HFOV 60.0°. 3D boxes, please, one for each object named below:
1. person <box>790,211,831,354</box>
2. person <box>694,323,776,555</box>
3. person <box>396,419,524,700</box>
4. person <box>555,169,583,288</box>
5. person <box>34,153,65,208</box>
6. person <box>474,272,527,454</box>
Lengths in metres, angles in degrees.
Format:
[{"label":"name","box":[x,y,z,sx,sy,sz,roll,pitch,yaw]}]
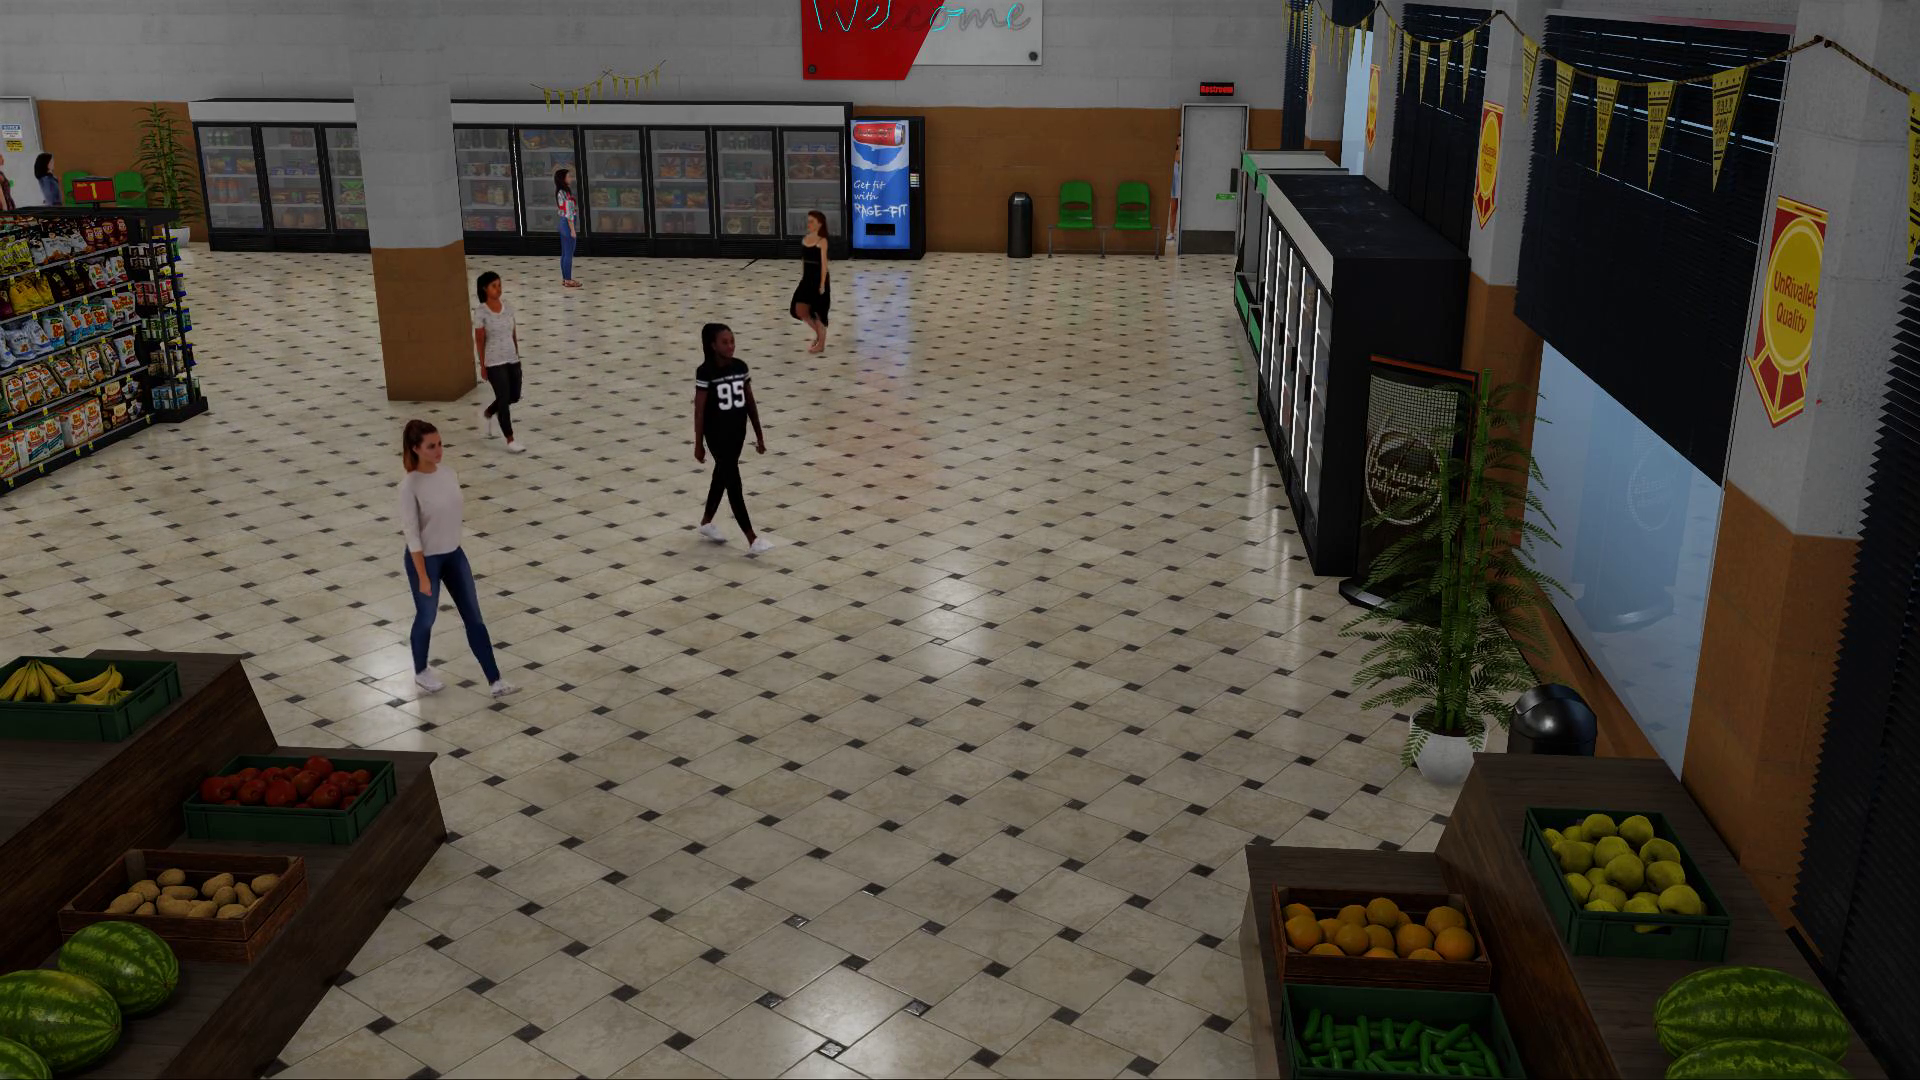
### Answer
[{"label":"person","box":[-1.587,-2.955,19.023,0.742,1.618,0.798,17,25,41]},{"label":"person","box":[-1.791,-0.746,12.372,1.146,1.682,1.162,17,25,40]},{"label":"person","box":[-3.131,0.142,9.742,0.994,1.679,1.089,11,22,30]},{"label":"person","box":[-5.477,-4.354,23.182,0.726,1.612,0.594,-7,20,-21]},{"label":"person","box":[-13.033,-4.574,23.684,1.195,1.709,1.197,-12,22,-32]},{"label":"person","box":[-4.197,-1.608,15.002,0.894,1.635,0.925,13,23,34]}]
